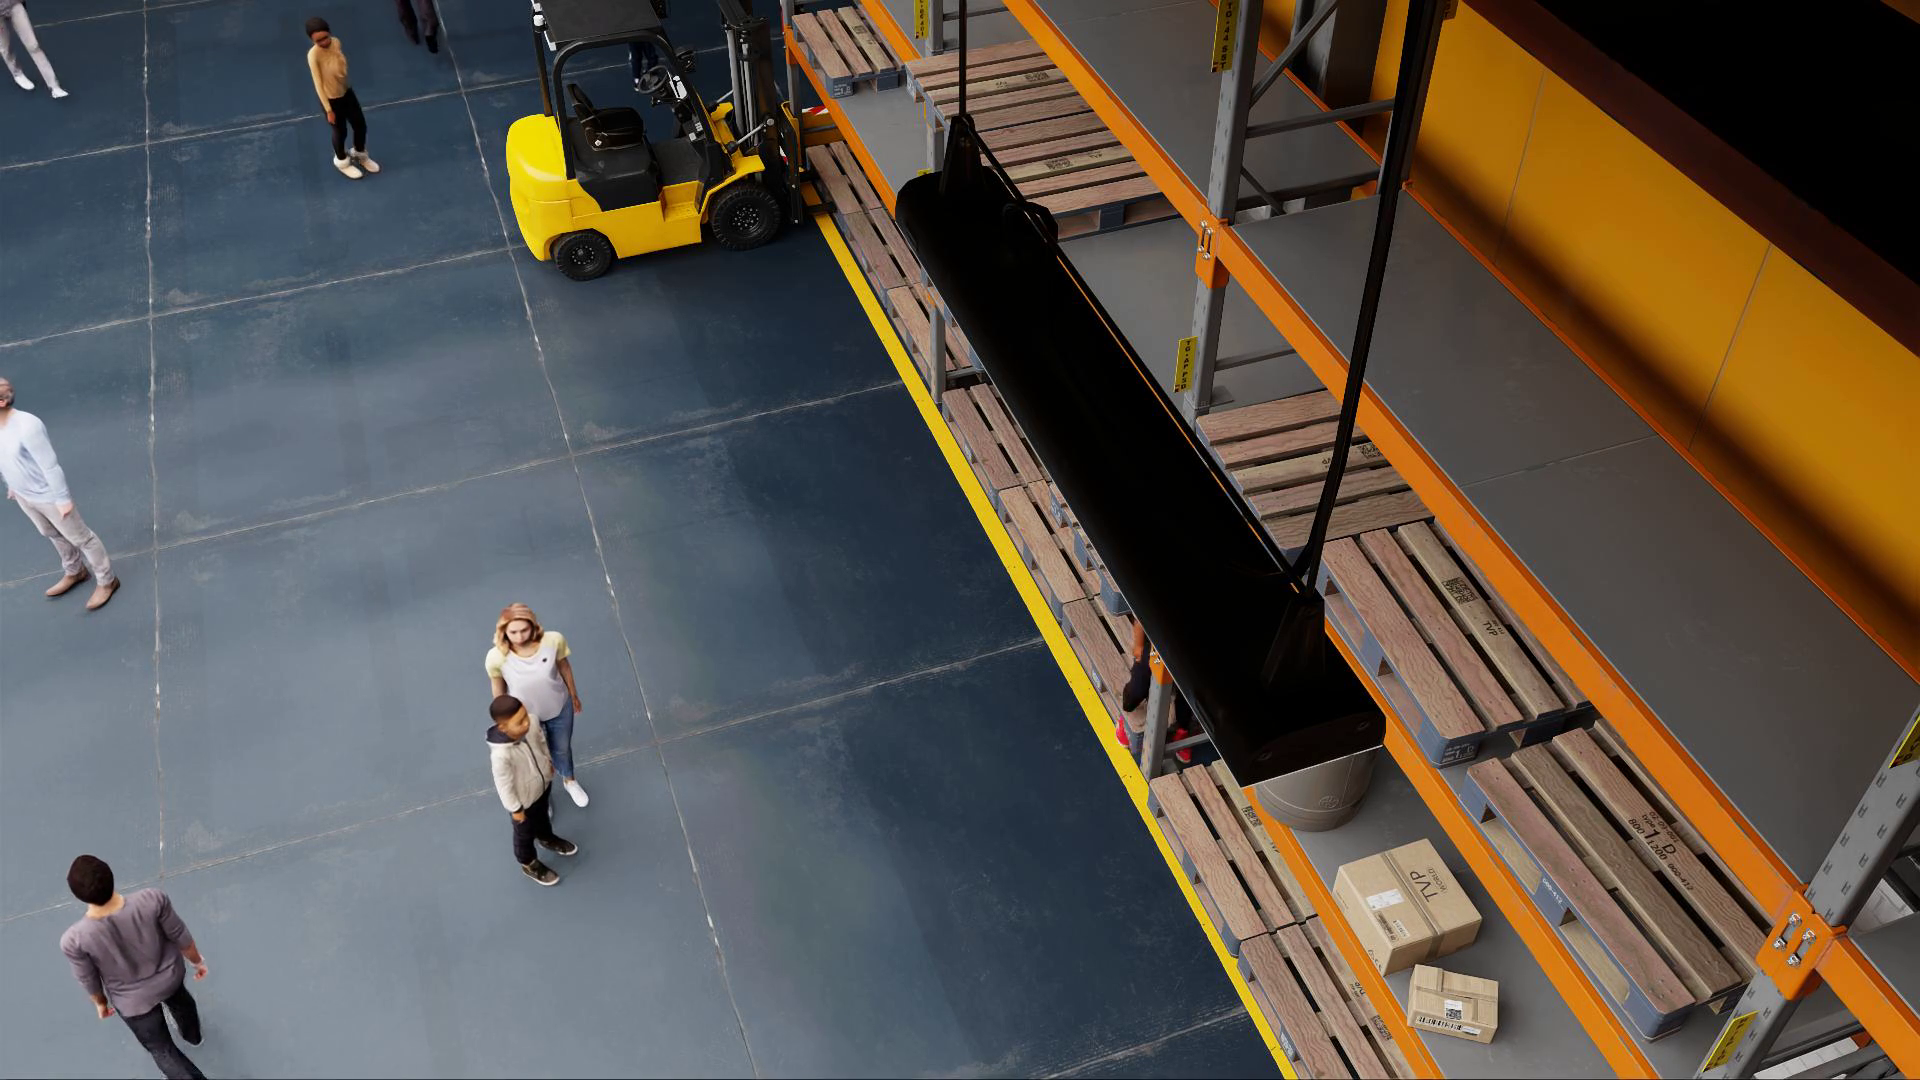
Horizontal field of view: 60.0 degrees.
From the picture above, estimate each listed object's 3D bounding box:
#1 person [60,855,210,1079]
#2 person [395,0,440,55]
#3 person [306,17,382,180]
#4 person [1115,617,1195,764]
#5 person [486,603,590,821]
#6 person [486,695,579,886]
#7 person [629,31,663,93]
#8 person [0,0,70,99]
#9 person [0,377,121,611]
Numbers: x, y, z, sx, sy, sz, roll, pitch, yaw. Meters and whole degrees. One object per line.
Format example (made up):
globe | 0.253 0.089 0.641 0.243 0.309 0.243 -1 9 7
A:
person | -4.043 2.258 8.327 0.989 1.821 1.241 -34 53 -30
person | -5.591 -5.811 16.750 0.682 1.886 1.060 -16 46 -16
person | -5.668 -4.012 15.052 0.827 1.624 0.768 14 45 14
person | 1.309 0.607 10.077 0.816 1.798 0.782 -4 44 -5
person | -2.459 0.983 9.737 0.654 1.723 0.574 -20 47 -20
person | -2.495 1.394 9.502 0.720 1.452 0.632 12 45 13
person | -3.153 -5.040 16.398 0.545 1.255 0.539 -3 44 -3
person | -9.331 -5.166 16.139 1.266 1.795 1.052 32 52 29
person | -6.069 -0.337 10.999 0.744 1.893 0.808 19 47 19
